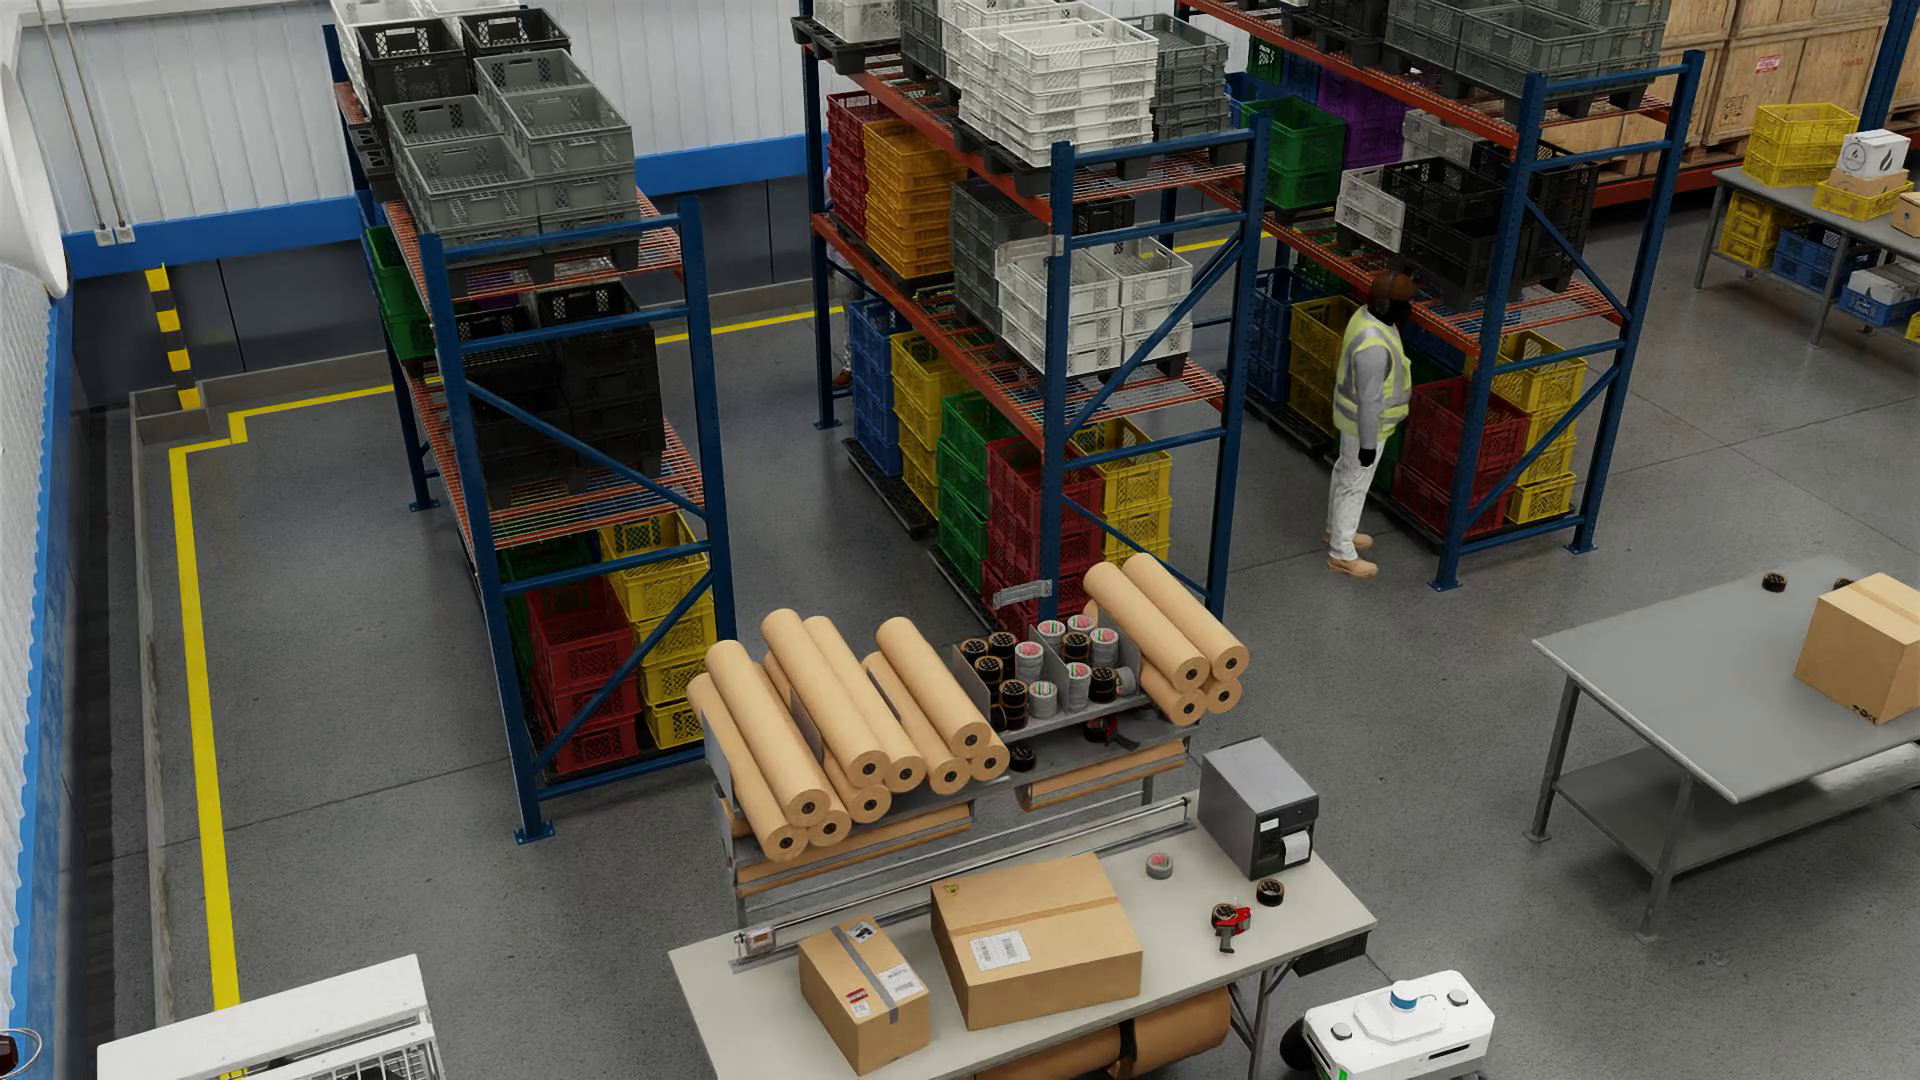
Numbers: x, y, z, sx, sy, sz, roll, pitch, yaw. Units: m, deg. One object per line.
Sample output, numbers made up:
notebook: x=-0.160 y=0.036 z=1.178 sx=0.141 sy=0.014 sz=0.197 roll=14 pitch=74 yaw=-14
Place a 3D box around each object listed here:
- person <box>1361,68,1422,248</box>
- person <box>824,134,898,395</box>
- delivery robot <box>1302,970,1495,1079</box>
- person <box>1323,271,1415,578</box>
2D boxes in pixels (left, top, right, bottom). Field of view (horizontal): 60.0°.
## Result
person: x=3.548 y=-3.340 z=13.845 sx=0.588 sy=1.880 sz=0.387 roll=-22 pitch=38 yaw=-32
person: x=-0.657 y=-1.924 z=11.490 sx=0.635 sy=1.937 sz=0.354 roll=14 pitch=34 yaw=21
delivery robot: x=1.702 y=1.920 z=6.471 sx=0.707 sy=0.478 sz=0.477 roll=-10 pitch=33 yaw=-16
person: x=2.351 y=-0.679 z=9.562 sx=0.429 sy=1.840 sz=0.627 roll=5 pitch=32 yaw=8
